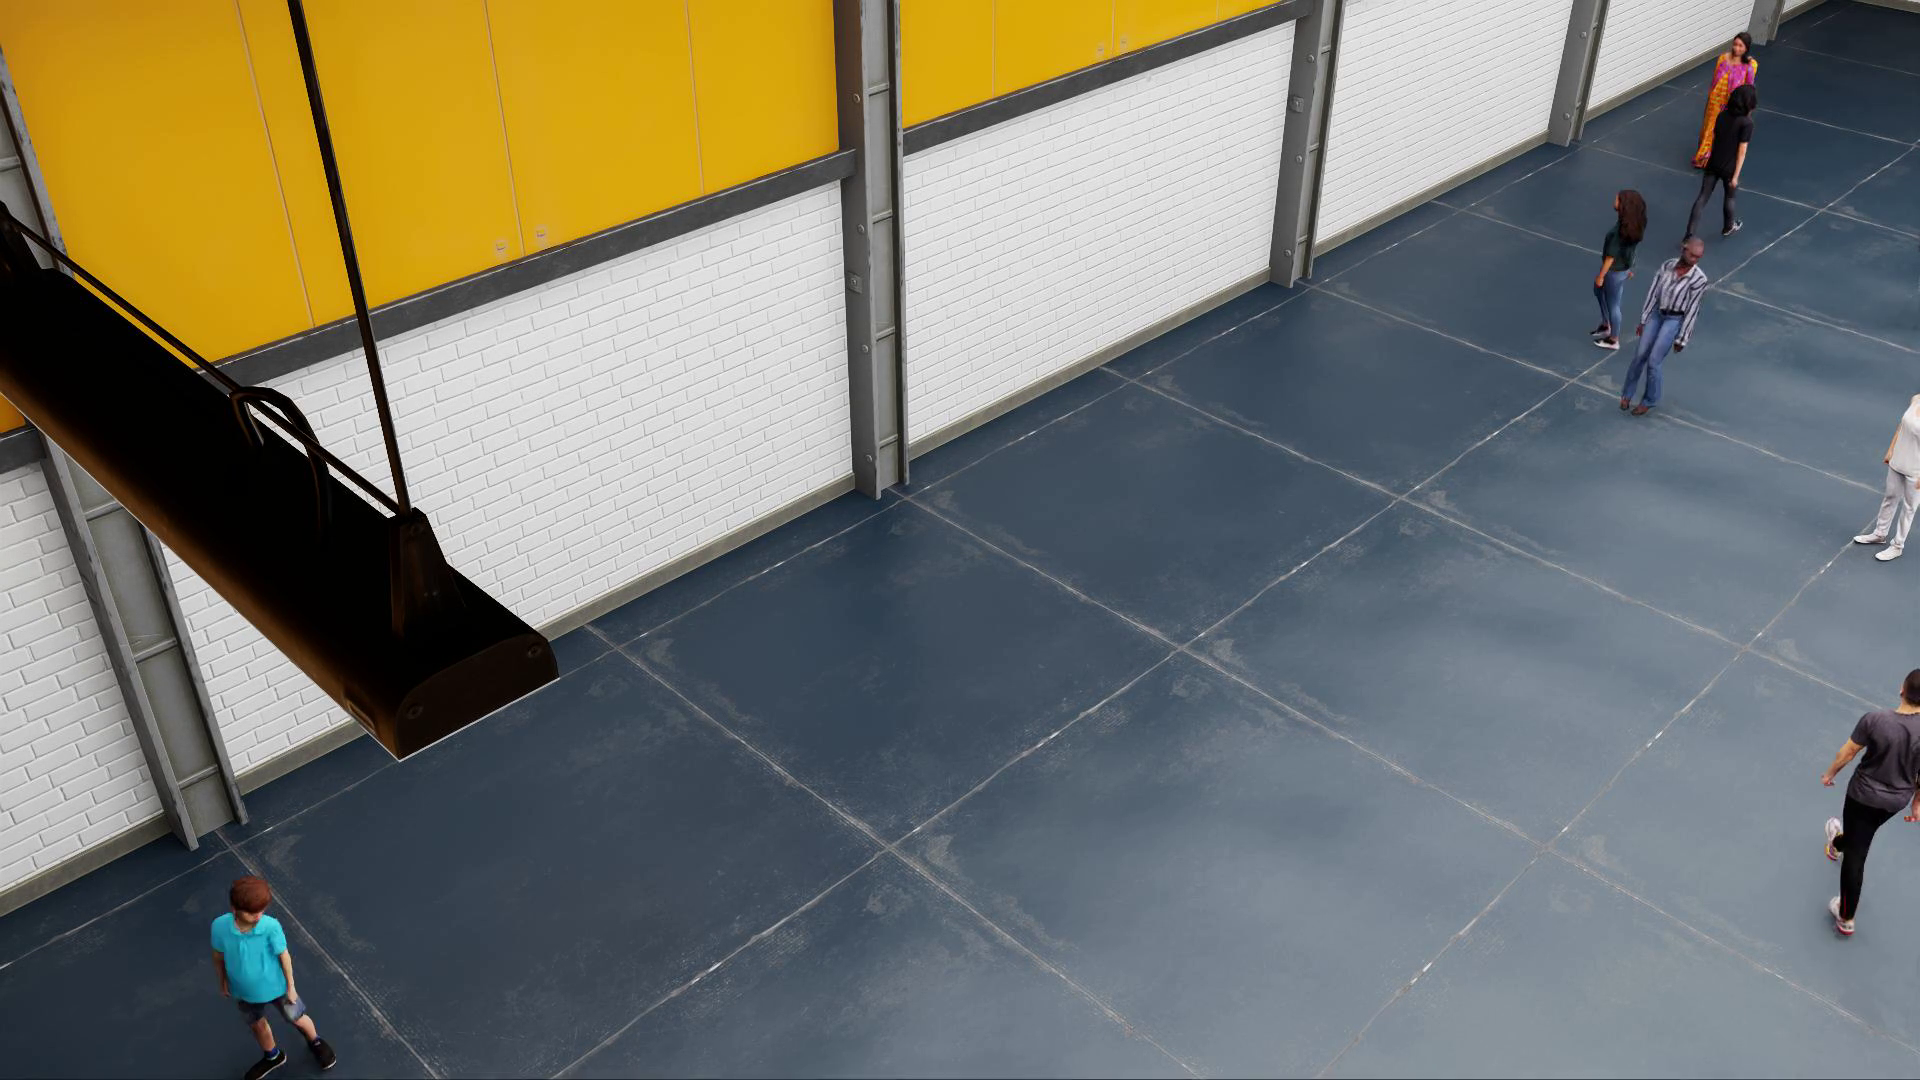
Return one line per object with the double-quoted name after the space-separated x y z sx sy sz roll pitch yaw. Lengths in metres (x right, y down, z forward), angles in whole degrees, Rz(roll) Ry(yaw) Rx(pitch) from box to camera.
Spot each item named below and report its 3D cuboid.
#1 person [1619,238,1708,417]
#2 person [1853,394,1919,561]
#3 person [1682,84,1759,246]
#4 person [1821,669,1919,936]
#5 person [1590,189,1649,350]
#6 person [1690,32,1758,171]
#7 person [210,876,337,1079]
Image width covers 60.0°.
6.418 -1.920 15.024 0.631 1.753 0.727 -14 36 -21 "person"
7.545 -0.619 13.142 0.701 1.670 0.687 -8 34 -12 "person"
8.298 -4.068 18.222 1.191 1.792 0.832 -19 38 -27 "person"
5.414 1.574 9.807 1.065 1.711 1.239 6 34 9 "person"
6.483 -2.611 16.201 0.696 1.601 0.598 21 39 28 "person"
9.423 -5.403 20.338 0.730 1.672 1.166 24 41 32 "person"
-3.778 2.344 8.899 0.690 1.433 0.748 9 35 13 "person"
